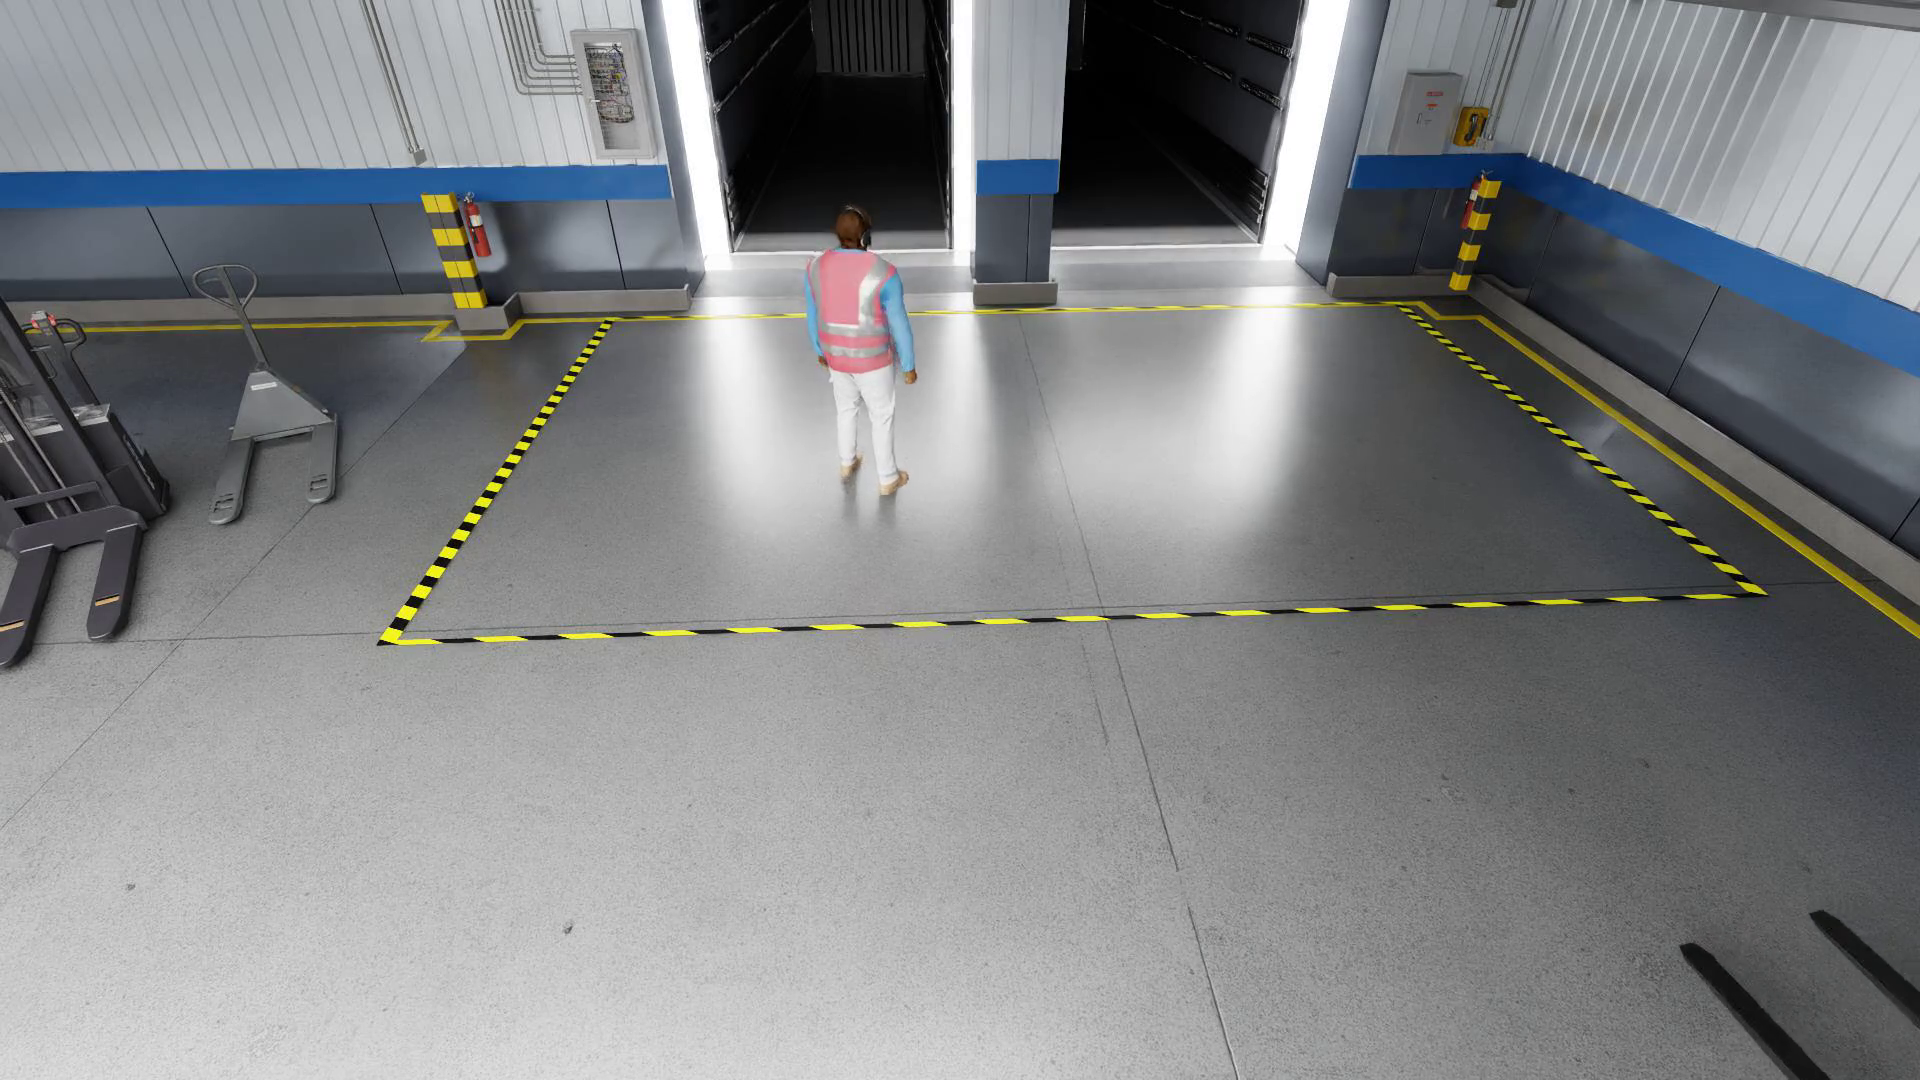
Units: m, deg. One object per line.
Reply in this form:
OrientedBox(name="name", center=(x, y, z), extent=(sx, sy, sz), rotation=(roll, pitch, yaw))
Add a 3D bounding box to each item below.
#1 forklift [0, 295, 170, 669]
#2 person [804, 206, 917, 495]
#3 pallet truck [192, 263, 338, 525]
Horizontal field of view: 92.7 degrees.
OrientedBox(name="forklift", center=(-5.212, -0.618, 4.878), extent=(0.823, 1.965, 1.885), rotation=(-20, 39, -26))
OrientedBox(name="person", center=(-0.640, -1.166, 5.873), extent=(0.758, 1.801, 0.491), rotation=(13, 37, 18))
OrientedBox(name="pallet truck", center=(-4.778, -1.027, 6.128), extent=(0.680, 1.201, 1.601), rotation=(-17, 38, -23))
